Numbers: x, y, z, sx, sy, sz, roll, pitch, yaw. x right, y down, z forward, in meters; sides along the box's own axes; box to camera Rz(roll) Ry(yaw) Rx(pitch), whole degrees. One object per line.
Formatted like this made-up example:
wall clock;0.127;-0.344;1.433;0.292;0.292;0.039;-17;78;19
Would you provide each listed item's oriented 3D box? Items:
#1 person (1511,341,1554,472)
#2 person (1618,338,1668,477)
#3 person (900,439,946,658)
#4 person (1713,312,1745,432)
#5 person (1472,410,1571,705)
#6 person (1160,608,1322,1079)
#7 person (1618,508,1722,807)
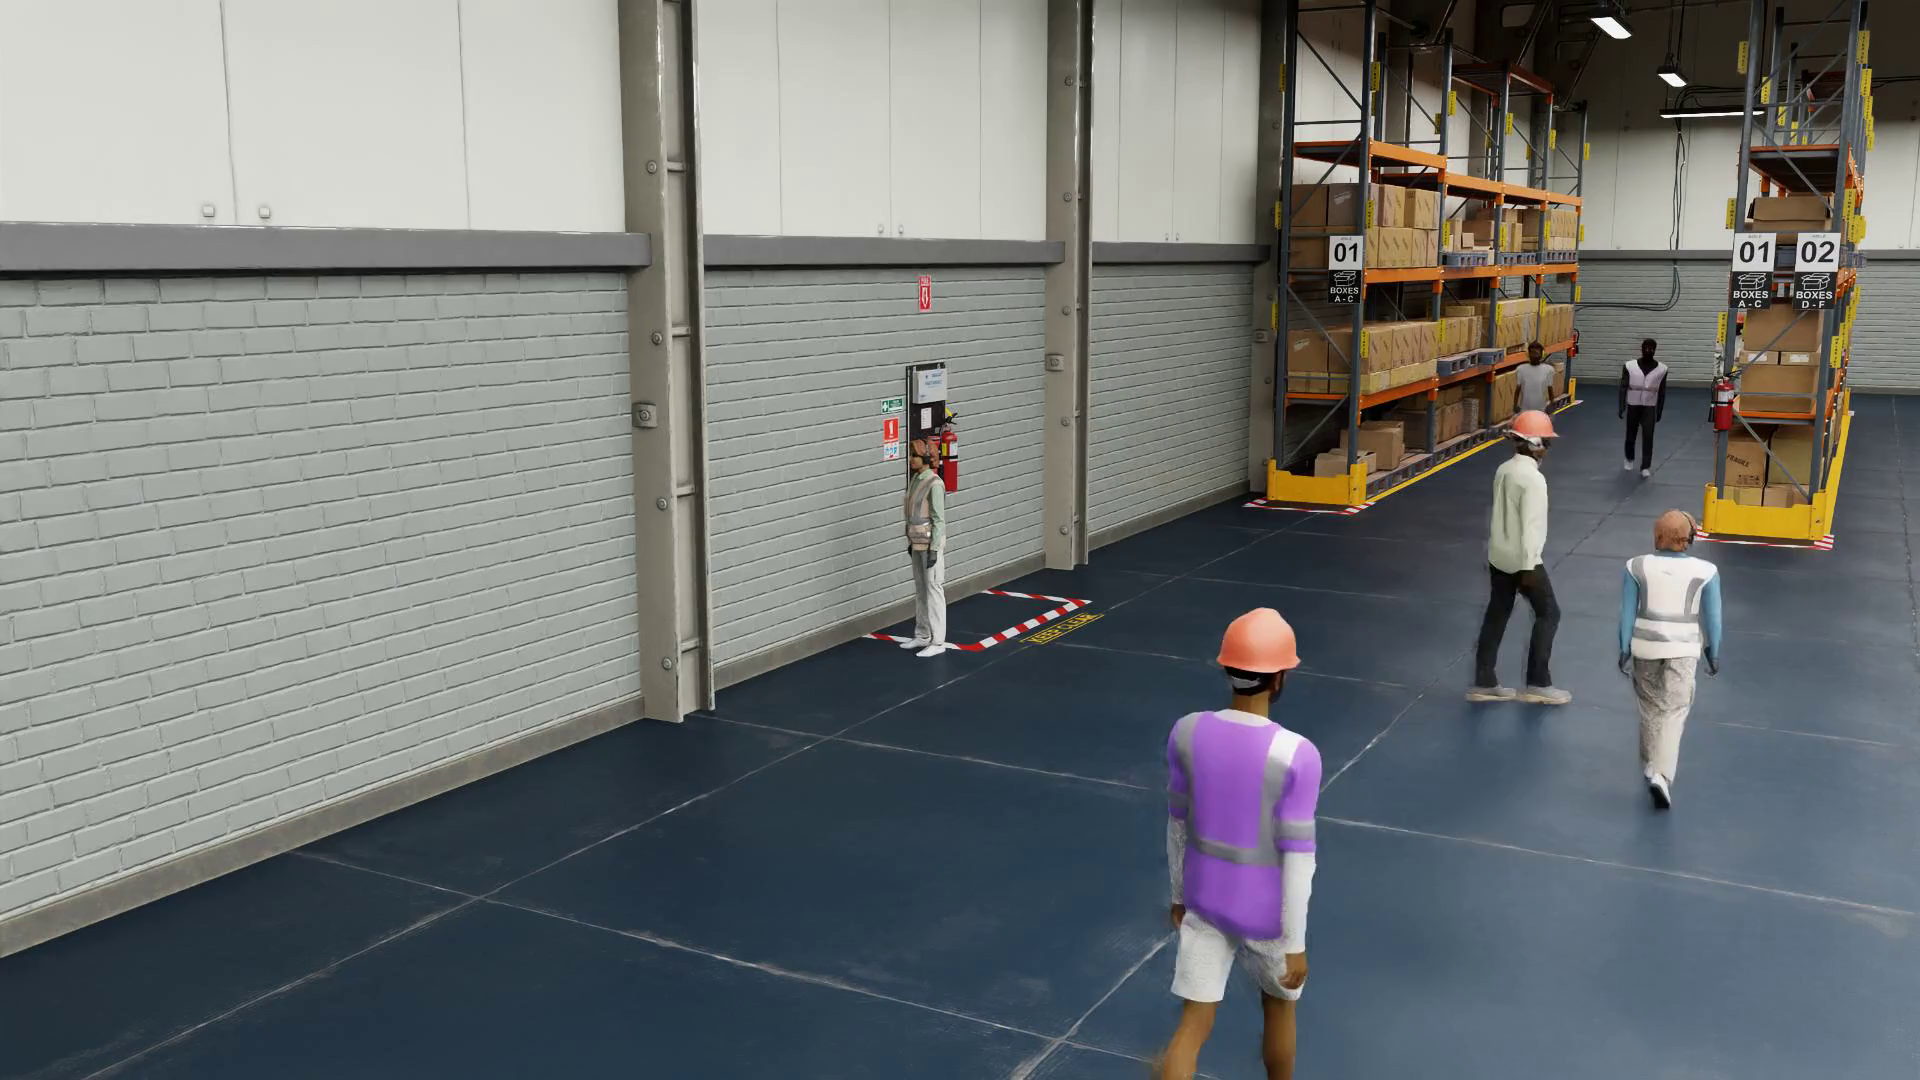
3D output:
person;7.708;-1.748;22.389;0.530;1.872;0.330;4;10;21
person;9.408;-1.850;22.959;0.600;1.883;0.951;3;10;18
person;-0.260;0.055;12.487;0.310;1.642;0.514;-4;10;-22
person;13.098;-2.830;28.188;0.608;2.048;0.368;4;11;24
person;3.813;0.120;11.107;0.758;1.967;0.641;-1;10;-7
person;0.885;1.153;5.337;0.556;1.895;0.972;7;12;37
person;3.910;0.634;9.208;0.526;1.604;0.824;6;11;31
